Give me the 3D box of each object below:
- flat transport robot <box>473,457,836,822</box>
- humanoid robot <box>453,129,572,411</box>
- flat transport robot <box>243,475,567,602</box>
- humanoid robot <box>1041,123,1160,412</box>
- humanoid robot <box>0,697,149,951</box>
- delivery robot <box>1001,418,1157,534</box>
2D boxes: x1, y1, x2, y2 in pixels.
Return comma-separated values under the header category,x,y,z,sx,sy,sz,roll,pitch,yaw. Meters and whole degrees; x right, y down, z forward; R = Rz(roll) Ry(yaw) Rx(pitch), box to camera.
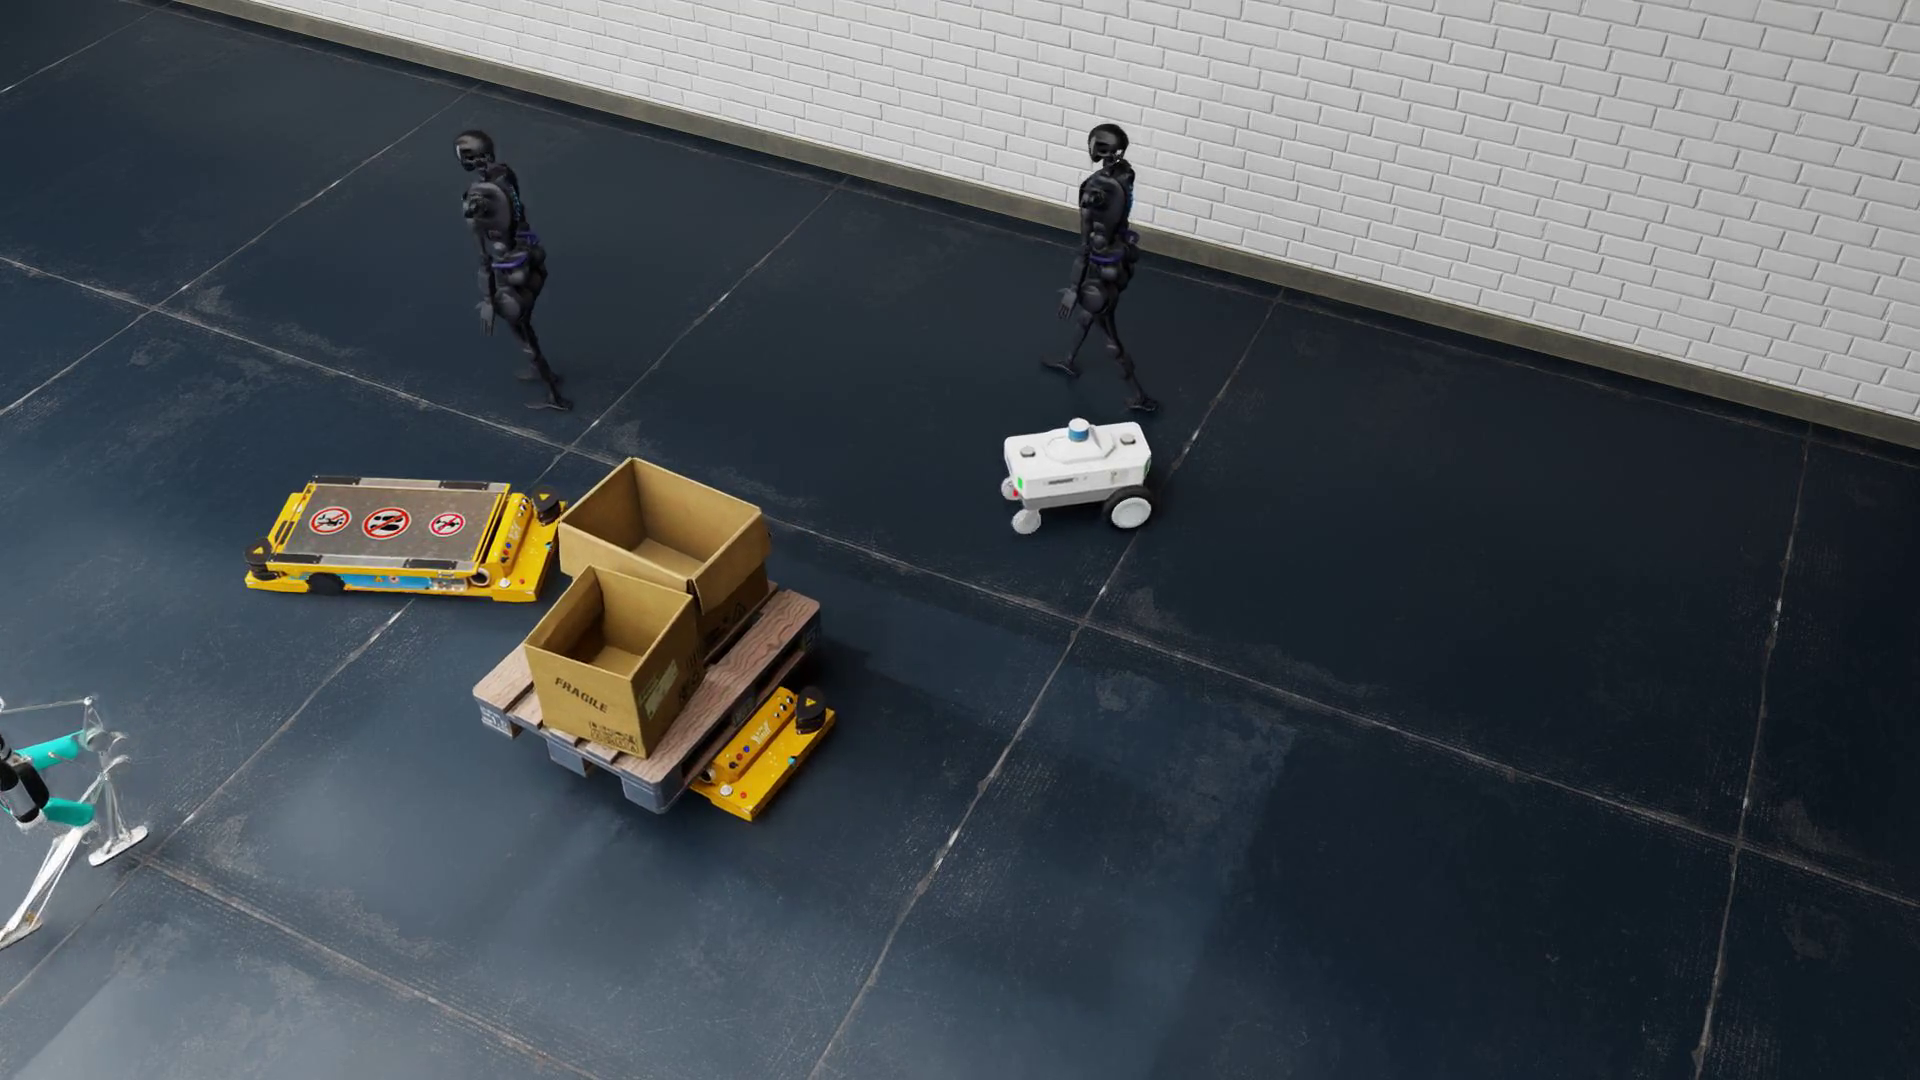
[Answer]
category,x,y,z,sx,sy,sz,roll,pitch,yaw
flat transport robot,-1.334,0.706,7.494,1.431,0.231,0.659,22,47,22
humanoid robot,-2.330,-1.388,8.724,0.405,1.642,0.613,7,43,8
flat transport robot,-2.741,-0.007,8.263,1.431,0.231,0.659,2,43,3
humanoid robot,0.770,-1.429,8.804,0.791,1.631,0.597,22,47,22
humanoid robot,-3.524,0.813,6.288,0.567,1.724,1.020,29,50,27
delivery robot,0.594,-0.365,8.416,0.738,0.563,0.499,-8,43,-8
